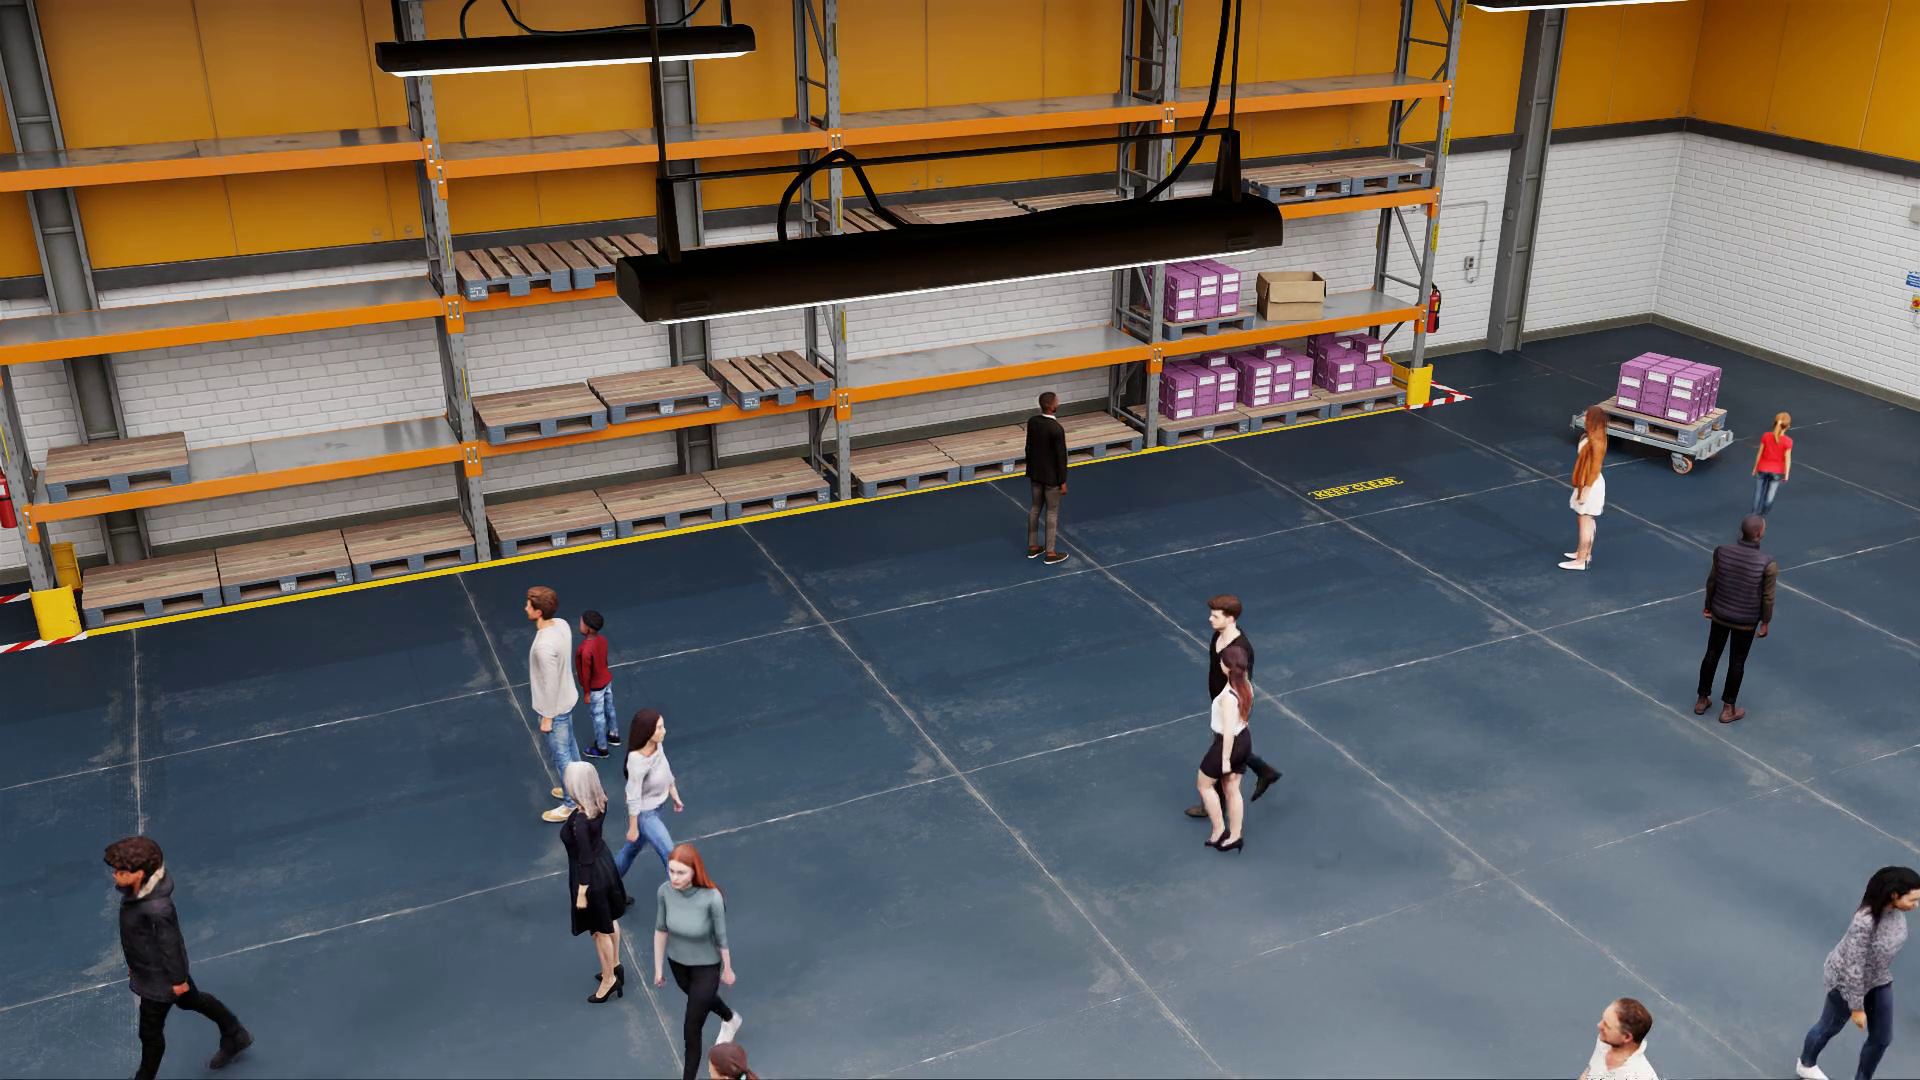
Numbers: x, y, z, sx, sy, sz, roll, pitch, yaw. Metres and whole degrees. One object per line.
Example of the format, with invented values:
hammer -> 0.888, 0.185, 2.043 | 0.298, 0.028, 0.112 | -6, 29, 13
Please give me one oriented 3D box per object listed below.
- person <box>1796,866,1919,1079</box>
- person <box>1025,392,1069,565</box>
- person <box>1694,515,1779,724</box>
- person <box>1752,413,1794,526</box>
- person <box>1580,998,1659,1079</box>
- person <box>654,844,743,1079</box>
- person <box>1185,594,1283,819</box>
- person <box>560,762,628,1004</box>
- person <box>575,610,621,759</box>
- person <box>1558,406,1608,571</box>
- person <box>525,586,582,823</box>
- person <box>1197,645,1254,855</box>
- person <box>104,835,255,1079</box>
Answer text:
person -> 5.174, 2.545, 9.745 | 0.738, 1.699, 0.722 | -14, 27, -29
person -> 0.876, -0.648, 16.923 | 0.659, 1.799, 0.721 | -21, 31, -39
person -> 6.484, 0.640, 13.932 | 0.681, 1.835, 0.761 | -20, 31, -39
person -> 8.604, -0.715, 17.703 | 0.581, 1.297, 0.618 | 18, 29, 35
person -> 3.392, 3.084, 8.365 | 1.243, 1.817, 1.097 | 5, 24, 12
person -> -1.525, 2.501, 9.845 | 1.112, 1.699, 1.193 | 9, 25, 20
person -> 2.115, 1.257, 12.480 | 1.102, 1.868, 0.893 | -3, 24, -7
person -> -2.337, 2.162, 10.563 | 0.715, 1.746, 0.694 | 1, 24, 3
person -> -2.937, 1.151, 13.491 | 0.629, 1.252, 0.578 | 6, 24, 14
person -> 6.365, -0.537, 16.769 | 0.773, 1.720, 0.712 | 9, 25, 20
person -> -3.038, 1.223, 12.516 | 0.725, 1.902, 0.752 | 0, 24, 1
person -> 2.050, 1.559, 12.088 | 0.767, 1.629, 0.697 | 12, 26, 25
person -> -4.628, 2.491, 9.813 | 1.179, 1.742, 0.829 | -19, 30, -36
